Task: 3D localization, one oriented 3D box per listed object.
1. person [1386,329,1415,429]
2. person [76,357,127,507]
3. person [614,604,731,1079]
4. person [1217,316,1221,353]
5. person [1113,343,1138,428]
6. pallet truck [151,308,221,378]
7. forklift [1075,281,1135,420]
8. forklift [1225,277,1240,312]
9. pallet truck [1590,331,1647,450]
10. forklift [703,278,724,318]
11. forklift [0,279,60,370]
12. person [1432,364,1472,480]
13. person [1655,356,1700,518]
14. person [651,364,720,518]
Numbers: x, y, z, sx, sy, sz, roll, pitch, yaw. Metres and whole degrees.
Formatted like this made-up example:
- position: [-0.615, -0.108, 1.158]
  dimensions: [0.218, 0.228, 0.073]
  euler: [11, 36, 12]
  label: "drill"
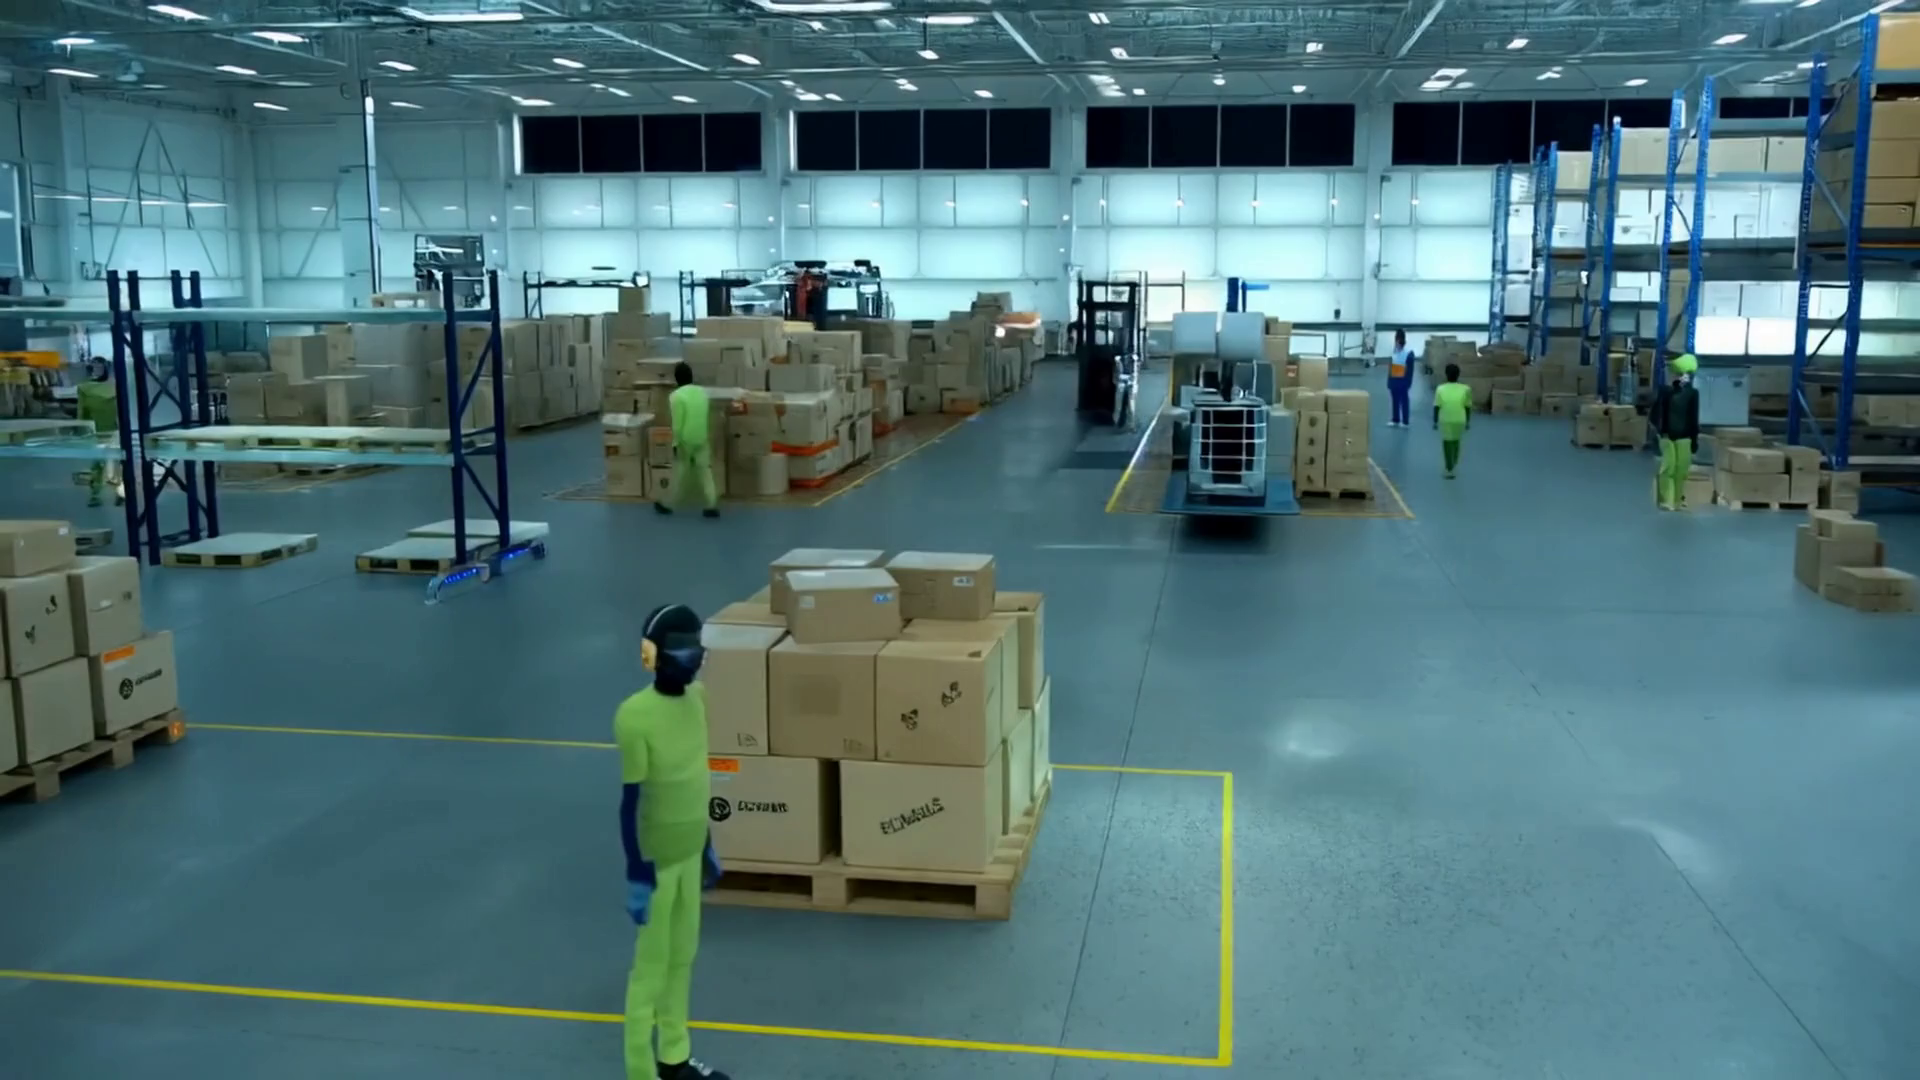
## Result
- position: [8.497, -3.103, 32.044]
  dimensions: [0.397, 1.911, 0.587]
  euler: [-6, 11, -31]
  label: "person"
- position: [-10.997, -1.384, 21.369]
  dimensions: [0.627, 1.933, 0.371]
  euler: [-1, 9, -9]
  label: "person"
- position: [-1.032, 1.144, 5.983]
  dimensions: [0.315, 1.865, 0.526]
  euler: [4, 10, 23]
  label: "person"
- position: [6.520, -4.731, 42.161]
  dimensions: [0.542, 1.898, 1.006]
  euler: [9, 13, 43]
  label: "person"
- position: [3.199, -2.989, 32.165]
  dimensions: [0.516, 1.640, 0.314]
  euler: [-2, 9, -13]
  label: "person"
- position: [-21.869, -5.598, 47.154]
  dimensions: [0.823, 1.965, 1.885]
  euler: [4, 10, 26]
  label: "pallet truck"
- position: [3.014, -3.911, 34.036]
  dimensions: [1.129, 2.768, 1.873]
  euler: [1, 9, 9]
  label: "forklift"
- position: [7.929, -6.231, 48.346]
  dimensions: [1.873, 2.768, 1.129]
  euler: [1, 9, 9]
  label: "forklift"
- position: [11.253, -2.573, 28.499]
  dimensions: [0.823, 1.965, 1.885]
  euler: [5, 10, 27]
  label: "pallet truck"
- position: [-6.668, -5.726, 45.231]
  dimensions: [1.873, 2.768, 1.129]
  euler: [1, 9, 6]
  label: "forklift"
- position: [-22.592, -4.798, 39.505]
  dimensions: [1.873, 2.768, 1.129]
  euler: [1, 9, 9]
  label: "forklift"
- position: [7.163, -1.740, 24.332]
  dimensions: [0.562, 1.674, 0.691]
  euler: [-1, 9, -5]
  label: "person"
- position: [8.862, -1.271, 20.475]
  dimensions: [0.396, 1.992, 0.619]
  euler: [-3, 10, -18]
  label: "person"
- position: [-3.380, -1.223, 20.536]
  dimensions: [1.059, 1.877, 0.653]
  euler: [7, 11, 36]
  label: "person"
